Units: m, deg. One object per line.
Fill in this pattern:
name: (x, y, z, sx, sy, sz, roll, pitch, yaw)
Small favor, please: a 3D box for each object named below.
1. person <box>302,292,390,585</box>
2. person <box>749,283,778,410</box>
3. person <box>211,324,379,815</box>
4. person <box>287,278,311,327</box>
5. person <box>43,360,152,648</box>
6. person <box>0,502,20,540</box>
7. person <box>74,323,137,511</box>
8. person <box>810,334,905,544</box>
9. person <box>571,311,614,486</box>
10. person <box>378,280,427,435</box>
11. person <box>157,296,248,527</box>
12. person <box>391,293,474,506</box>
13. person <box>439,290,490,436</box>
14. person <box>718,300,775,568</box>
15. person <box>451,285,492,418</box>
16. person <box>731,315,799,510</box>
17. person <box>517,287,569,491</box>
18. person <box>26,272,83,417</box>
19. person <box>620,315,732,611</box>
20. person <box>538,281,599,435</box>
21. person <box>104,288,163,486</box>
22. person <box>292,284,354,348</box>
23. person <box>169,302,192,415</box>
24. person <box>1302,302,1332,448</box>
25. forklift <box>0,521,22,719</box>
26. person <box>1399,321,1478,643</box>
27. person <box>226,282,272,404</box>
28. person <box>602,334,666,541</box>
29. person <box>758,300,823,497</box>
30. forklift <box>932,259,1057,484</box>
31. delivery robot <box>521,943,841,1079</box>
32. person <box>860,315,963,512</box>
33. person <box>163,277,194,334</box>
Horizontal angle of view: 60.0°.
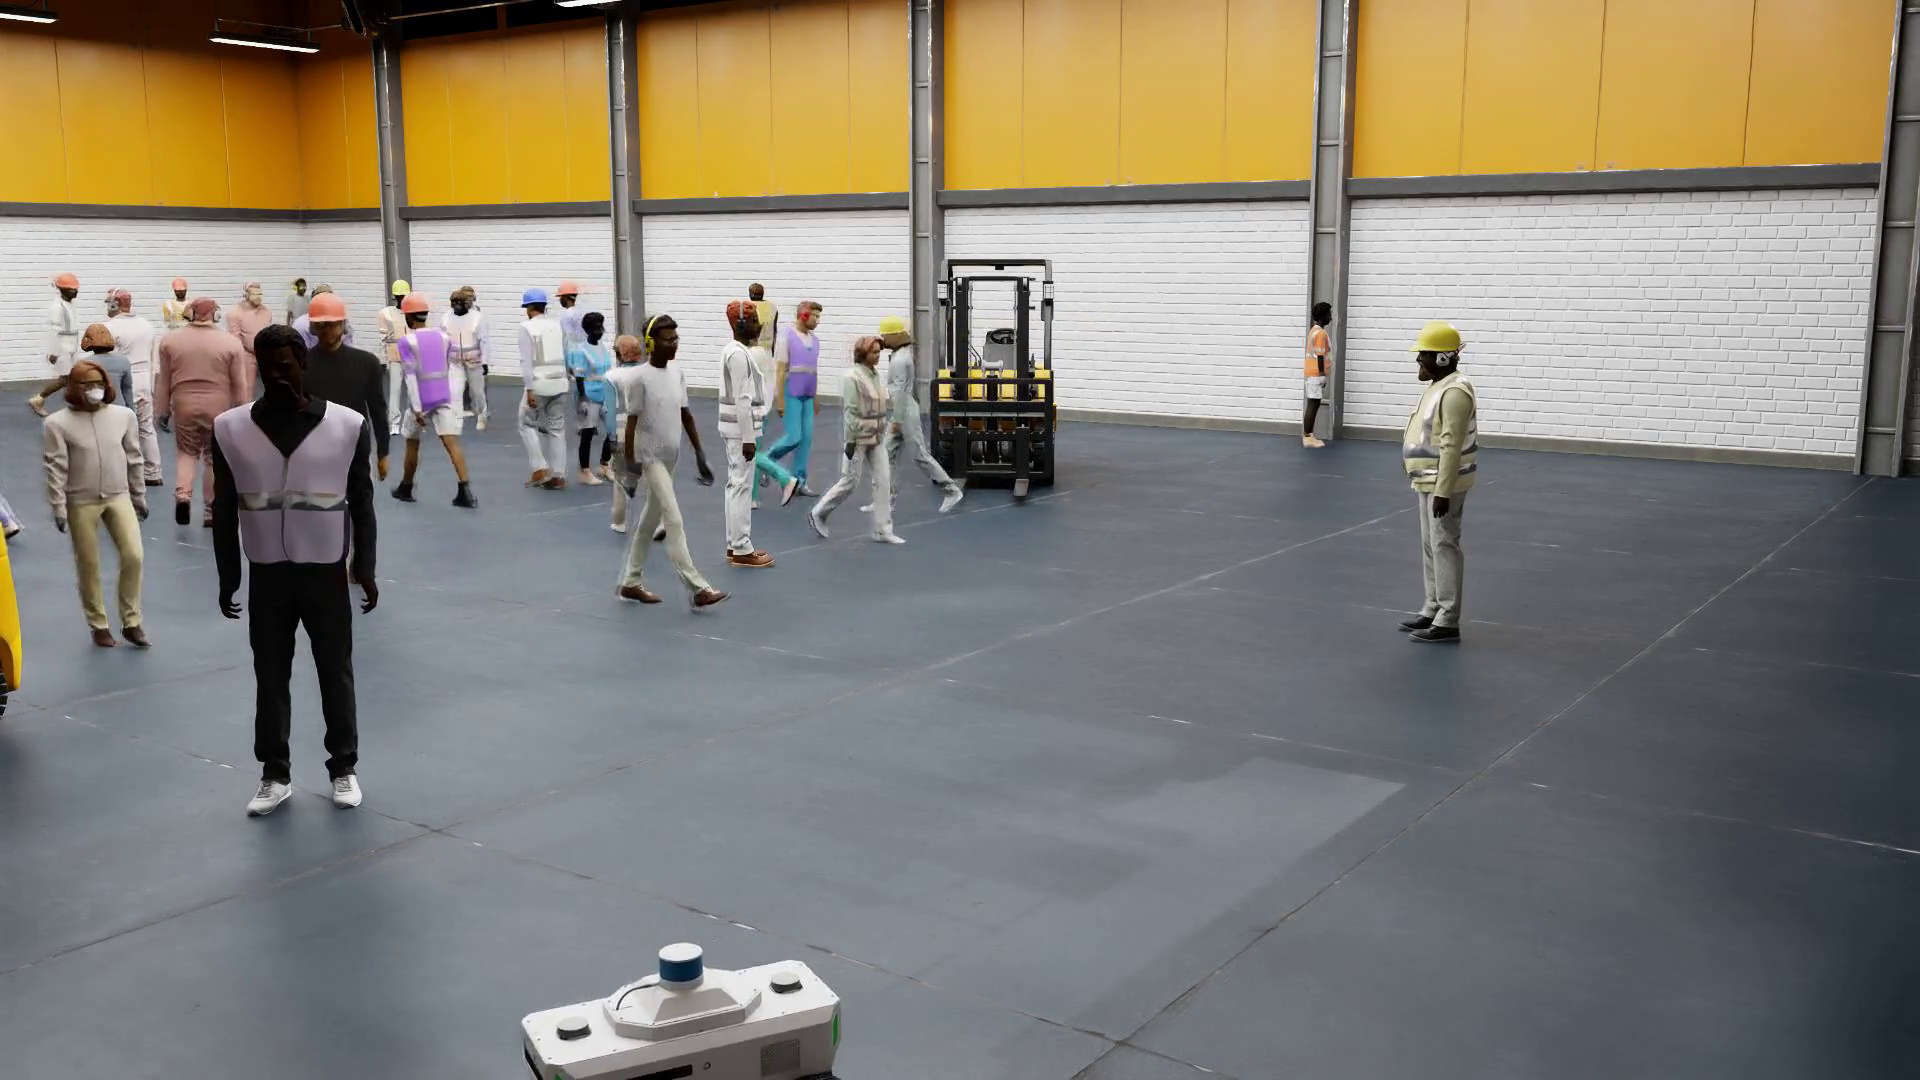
person: (-3.918, -0.570, 10.470, 0.621, 1.973, 0.783, -3, 10, -20)
person: (-2.925, -2.778, 23.999, 0.625, 1.844, 0.429, -9, 13, -41)
person: (-2.608, 0.114, 6.550, 0.600, 1.917, 0.376, -2, 10, -14)
person: (-12.128, -3.879, 30.527, 0.569, 1.856, 0.536, 7, 12, 36)
person: (-4.729, -0.183, 9.191, 0.533, 1.612, 0.584, -9, 13, -44)
person: (-7.629, -0.790, 12.507, 0.897, 1.725, 0.532, -1, 10, -5)
person: (-7.287, -1.028, 14.190, 0.279, 1.634, 0.499, 6, 11, 31)
person: (-0.800, -0.771, 12.746, 0.740, 1.614, 0.526, 6, 11, 31)
person: (-3.468, -1.342, 15.911, 0.477, 1.675, 0.558, 5, 11, 26)
person: (-6.913, -2.270, 20.721, 0.591, 1.926, 0.387, -5, 11, -27)
person: (-6.117, -1.028, 13.458, 0.676, 1.883, 0.457, -2, 10, -11)
person: (-4.697, -1.234, 14.714, 1.056, 1.885, 0.544, 9, 13, 41)
person: (-6.181, -2.227, 20.850, 0.623, 1.807, 0.897, -1, 10, -6)
person: (-1.530, -0.745, 11.782, 0.356, 1.879, 0.573, -2, 10, -14)
person: (-6.672, -2.558, 22.749, 0.555, 1.817, 0.751, -6, 11, -33)
person: (-1.723, -1.106, 14.319, 0.587, 1.751, 0.529, 1, 10, 3)
person: (-3.923, -1.420, 15.682, 0.541, 1.915, 0.644, 6, 11, 33)
person: (-12.020, -2.559, 22.188, 0.743, 2.014, 0.643, -1, 10, -5)
person: (-1.768, -0.472, 10.308, 0.951, 1.822, 0.544, 4, 11, 25)
person: (-4.888, -2.245, 20.650, 0.881, 1.900, 0.552, 4, 10, 20)
person: (-7.884, -1.409, 15.730, 0.420, 1.922, 0.664, 2, 10, 13)
person: (-6.162, -1.519, 16.215, 0.373, 1.940, 0.628, 8, 12, 39)
person: (-10.202, -2.326, 21.986, 0.431, 1.620, 0.496, -5, 11, -28)
person: (4.157, -1.915, 19.320, 0.320, 1.695, 0.533, 1, 10, 5)
forklift: (-5.296, -0.090, 6.943, 1.214, 2.155, 2.313, 7, 12, 35)
person: (2.722, -0.329, 9.479, 0.403, 1.826, 0.591, 1, 10, 4)
person: (-8.965, -2.325, 21.185, 0.614, 1.881, 0.635, 8, 12, 38)
person: (-2.515, -0.799, 12.956, 0.499, 1.596, 0.863, -5, 11, -29)
person: (-1.540, -1.300, 15.318, 0.587, 1.801, 0.629, 6, 11, 30)
forklift: (0.370, -1.738, 16.759, 1.214, 2.155, 2.313, 1, 10, 3)
delivery robot: (-0.651, 1.192, 3.901, 0.707, 0.478, 0.477, -5, 11, -27)
person: (-0.401, -1.073, 14.254, 0.850, 1.705, 0.484, -1, 10, -7)
person: (-12.237, -3.183, 26.232, 0.551, 1.911, 0.899, -5, 11, -28)
